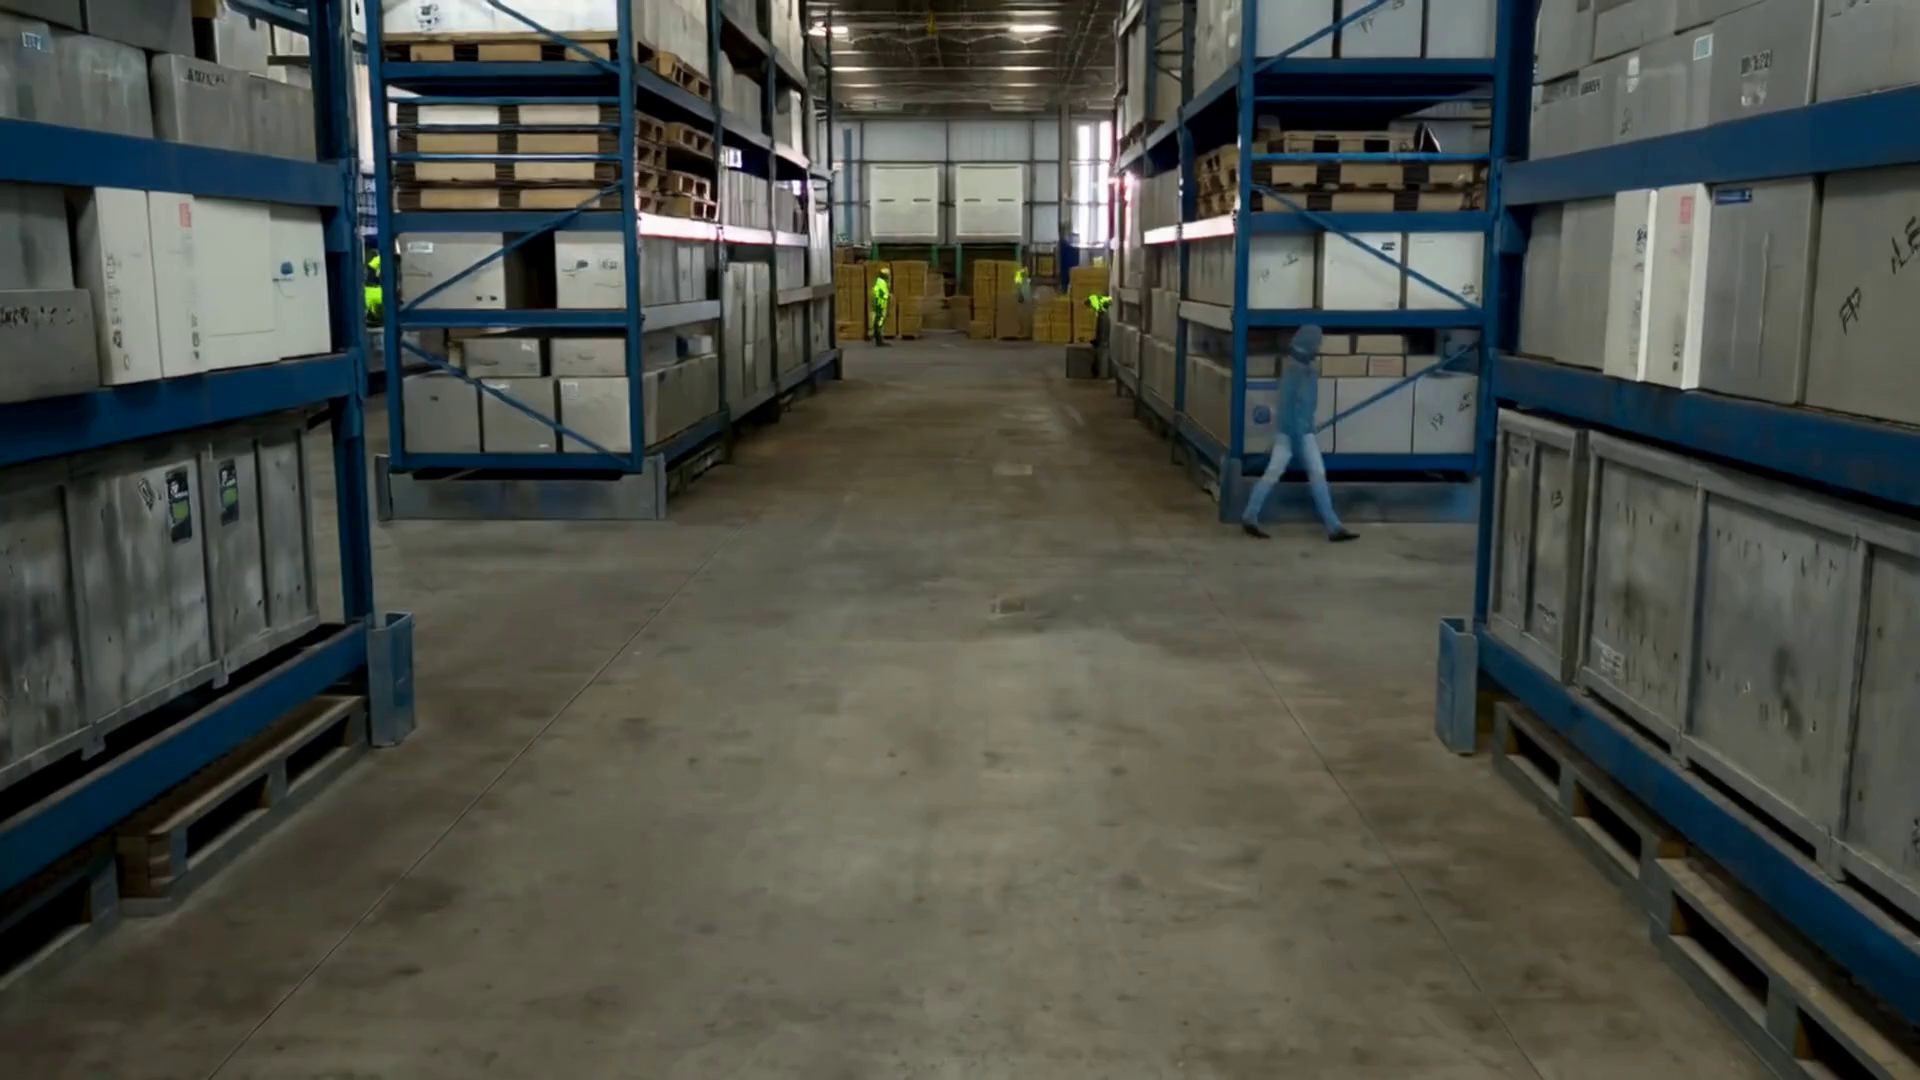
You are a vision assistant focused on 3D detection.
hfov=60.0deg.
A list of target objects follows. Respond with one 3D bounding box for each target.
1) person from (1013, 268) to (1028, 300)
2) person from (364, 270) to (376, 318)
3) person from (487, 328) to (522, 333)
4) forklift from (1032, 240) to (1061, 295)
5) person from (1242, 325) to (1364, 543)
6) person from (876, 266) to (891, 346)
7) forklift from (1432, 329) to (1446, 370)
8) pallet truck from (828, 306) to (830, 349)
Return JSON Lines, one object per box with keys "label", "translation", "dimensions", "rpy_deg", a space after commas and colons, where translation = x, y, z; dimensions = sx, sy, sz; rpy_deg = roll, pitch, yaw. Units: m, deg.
{"label": "person", "translation": [1.729, -6.430, 45.168], "dimensions": [0.752, 1.878, 0.610], "rpy_deg": [0, 9, 0]}
{"label": "person", "translation": [-21.672, -9.030, 61.072], "dimensions": [0.532, 1.746, 0.740], "rpy_deg": [-1, 10, -5]}
{"label": "person", "translation": [-5.711, -2.443, 21.104], "dimensions": [0.640, 1.910, 0.401], "rpy_deg": [8, 12, 40]}
{"label": "forklift", "translation": [3.172, -9.648, 61.356], "dimensions": [1.129, 2.768, 1.873], "rpy_deg": [0, 9, 1]}
{"label": "person", "translation": [2.453, -0.761, 12.014], "dimensions": [0.907, 1.574, 0.526], "rpy_deg": [6, 11, 31]}
{"label": "person", "translation": [-1.861, -5.694, 40.485], "dimensions": [0.361, 1.938, 0.546], "rpy_deg": [-1, 10, -5]}
{"label": "forklift", "translation": [6.021, -3.220, 22.848], "dimensions": [1.129, 2.768, 1.873], "rpy_deg": [5, 11, 26]}
{"label": "pallet truck", "translation": [-3.100, -3.940, 29.800], "dimensions": [1.885, 1.965, 0.823], "rpy_deg": [3, 10, 19]}
